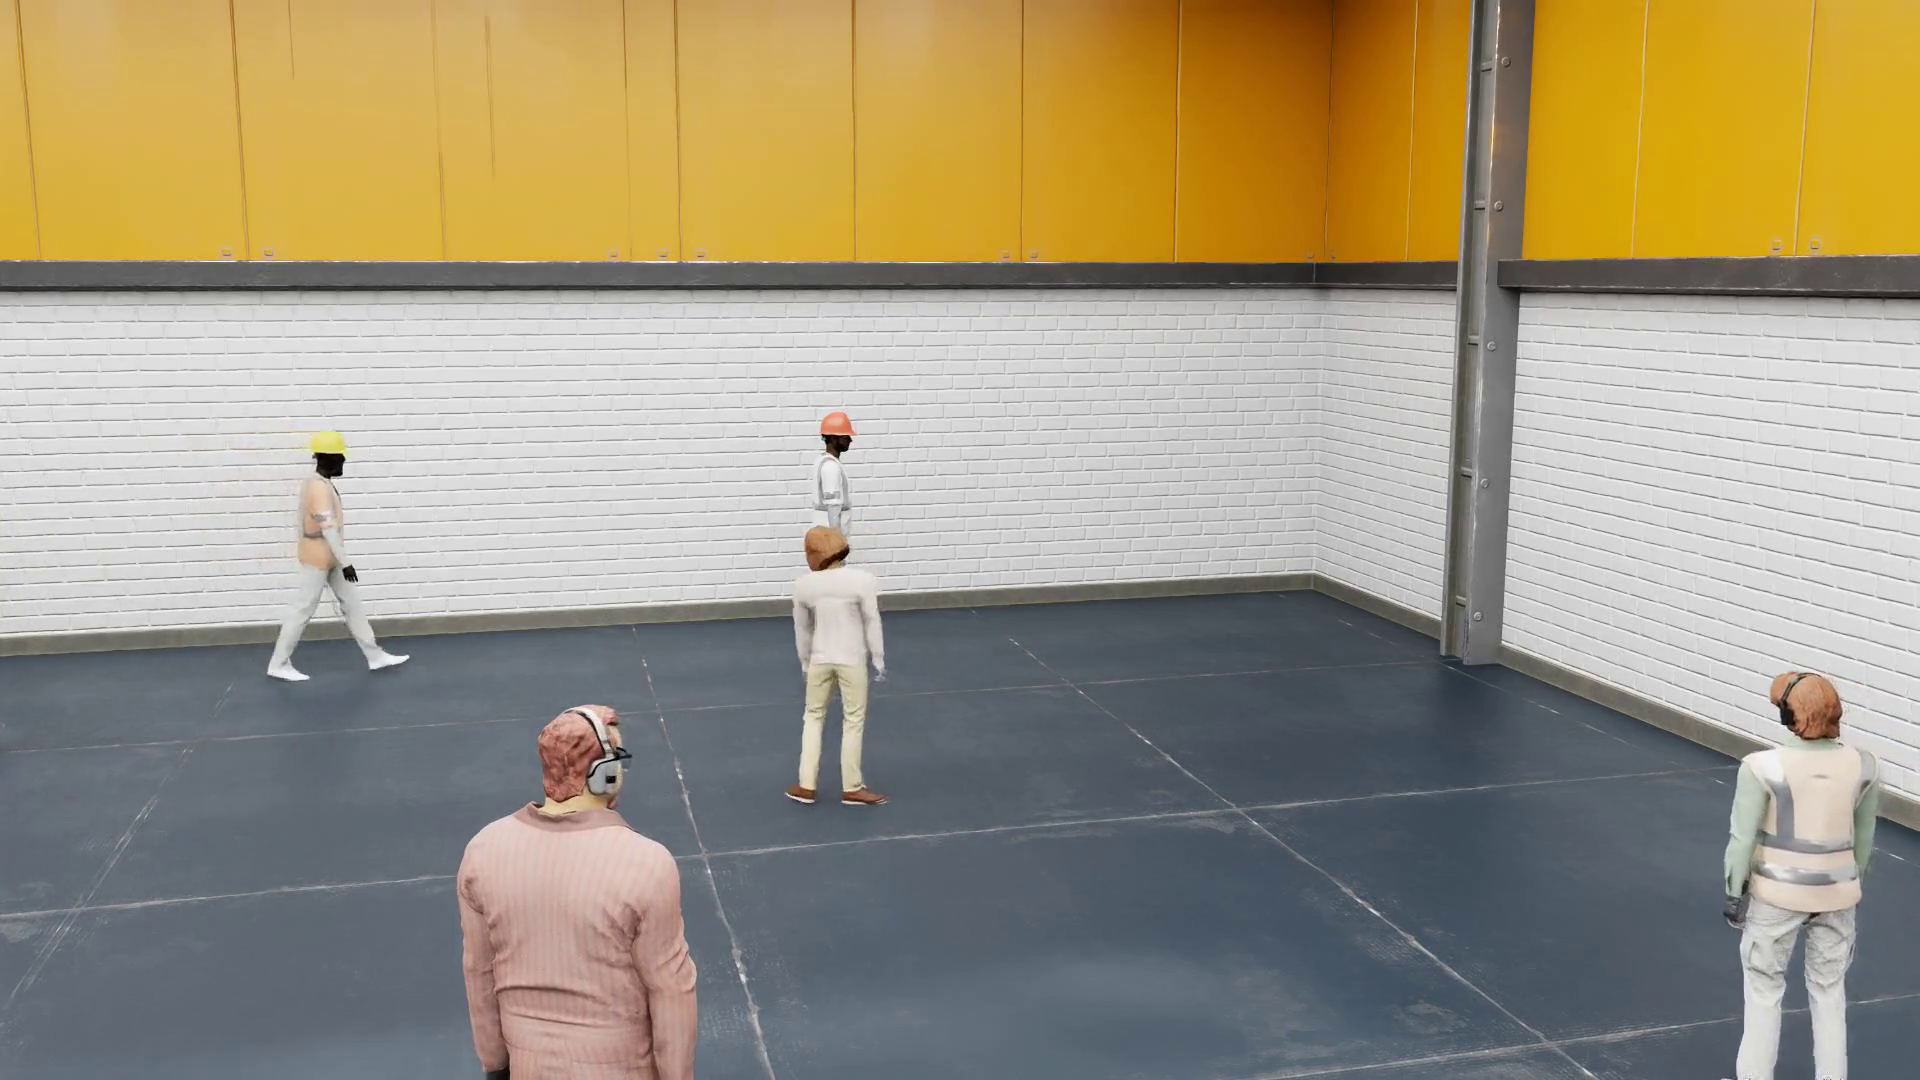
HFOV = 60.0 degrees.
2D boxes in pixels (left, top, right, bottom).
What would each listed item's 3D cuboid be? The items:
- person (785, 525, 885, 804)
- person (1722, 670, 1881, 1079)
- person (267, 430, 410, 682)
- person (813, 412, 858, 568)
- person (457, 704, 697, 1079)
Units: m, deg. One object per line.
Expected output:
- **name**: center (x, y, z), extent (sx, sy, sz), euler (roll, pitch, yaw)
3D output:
- **person**: center (-0.711, 0.720, 9.476), extent (0.594, 1.615, 0.329), euler (3, 10, 19)
- **person**: center (2.988, 1.274, 5.931), extent (0.533, 1.632, 0.340), euler (0, 9, 0)
- **person**: center (-4.726, 0.119, 12.412), extent (1.010, 1.871, 0.604), euler (-2, 9, -14)
- **person**: center (-0.989, -0.057, 13.298), extent (0.364, 1.935, 0.553), euler (-2, 9, -12)
- **person**: center (-0.984, 1.377, 4.451), extent (0.651, 1.904, 0.403), euler (3, 10, 18)
